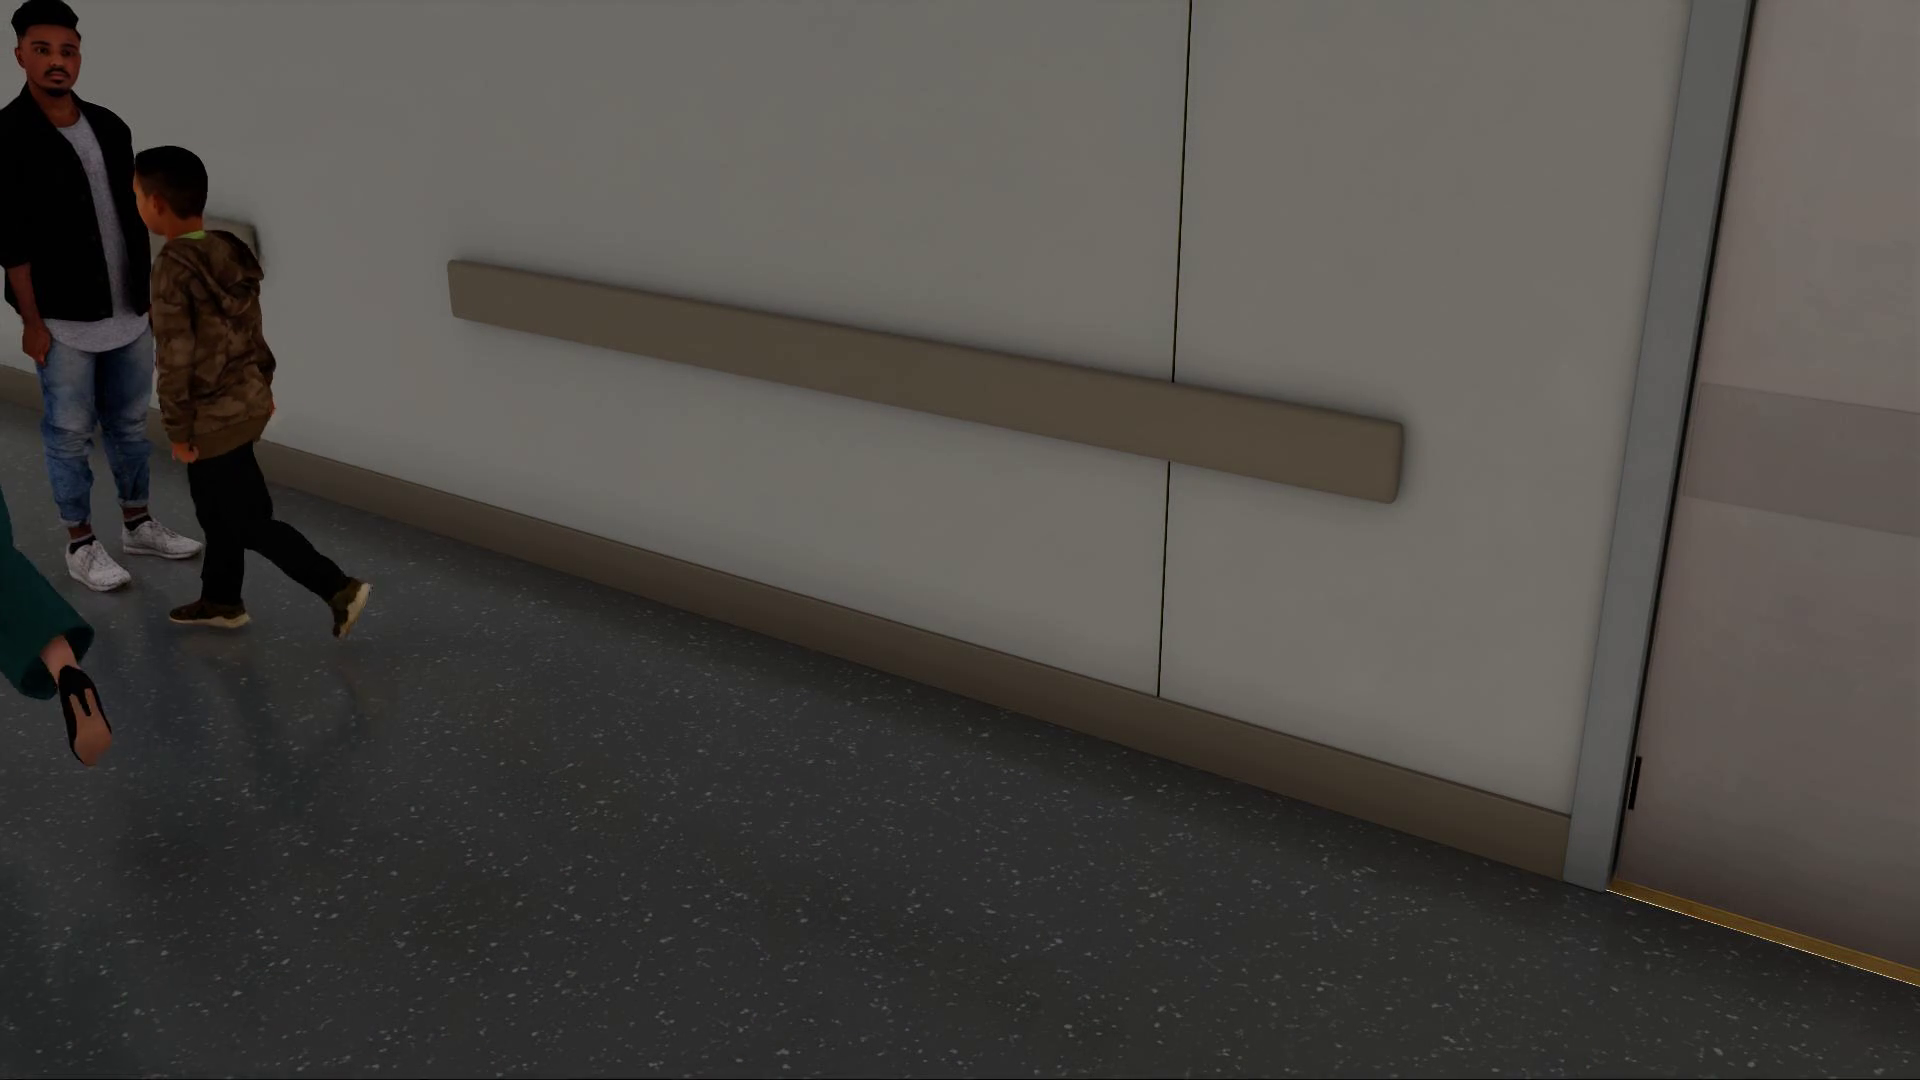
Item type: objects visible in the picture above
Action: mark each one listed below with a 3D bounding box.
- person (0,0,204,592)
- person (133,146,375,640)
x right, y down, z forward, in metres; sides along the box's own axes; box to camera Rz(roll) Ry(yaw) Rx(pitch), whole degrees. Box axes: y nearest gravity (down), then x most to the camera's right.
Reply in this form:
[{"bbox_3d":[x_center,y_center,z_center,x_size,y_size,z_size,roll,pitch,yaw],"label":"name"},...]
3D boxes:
[{"bbox_3d":[-2.786,-0.772,5.261,0.793,1.809,0.603,9,23,22],"label":"person"},{"bbox_3d":[-2.028,-0.360,4.713,0.905,1.427,0.973,3,21,7],"label":"person"}]
